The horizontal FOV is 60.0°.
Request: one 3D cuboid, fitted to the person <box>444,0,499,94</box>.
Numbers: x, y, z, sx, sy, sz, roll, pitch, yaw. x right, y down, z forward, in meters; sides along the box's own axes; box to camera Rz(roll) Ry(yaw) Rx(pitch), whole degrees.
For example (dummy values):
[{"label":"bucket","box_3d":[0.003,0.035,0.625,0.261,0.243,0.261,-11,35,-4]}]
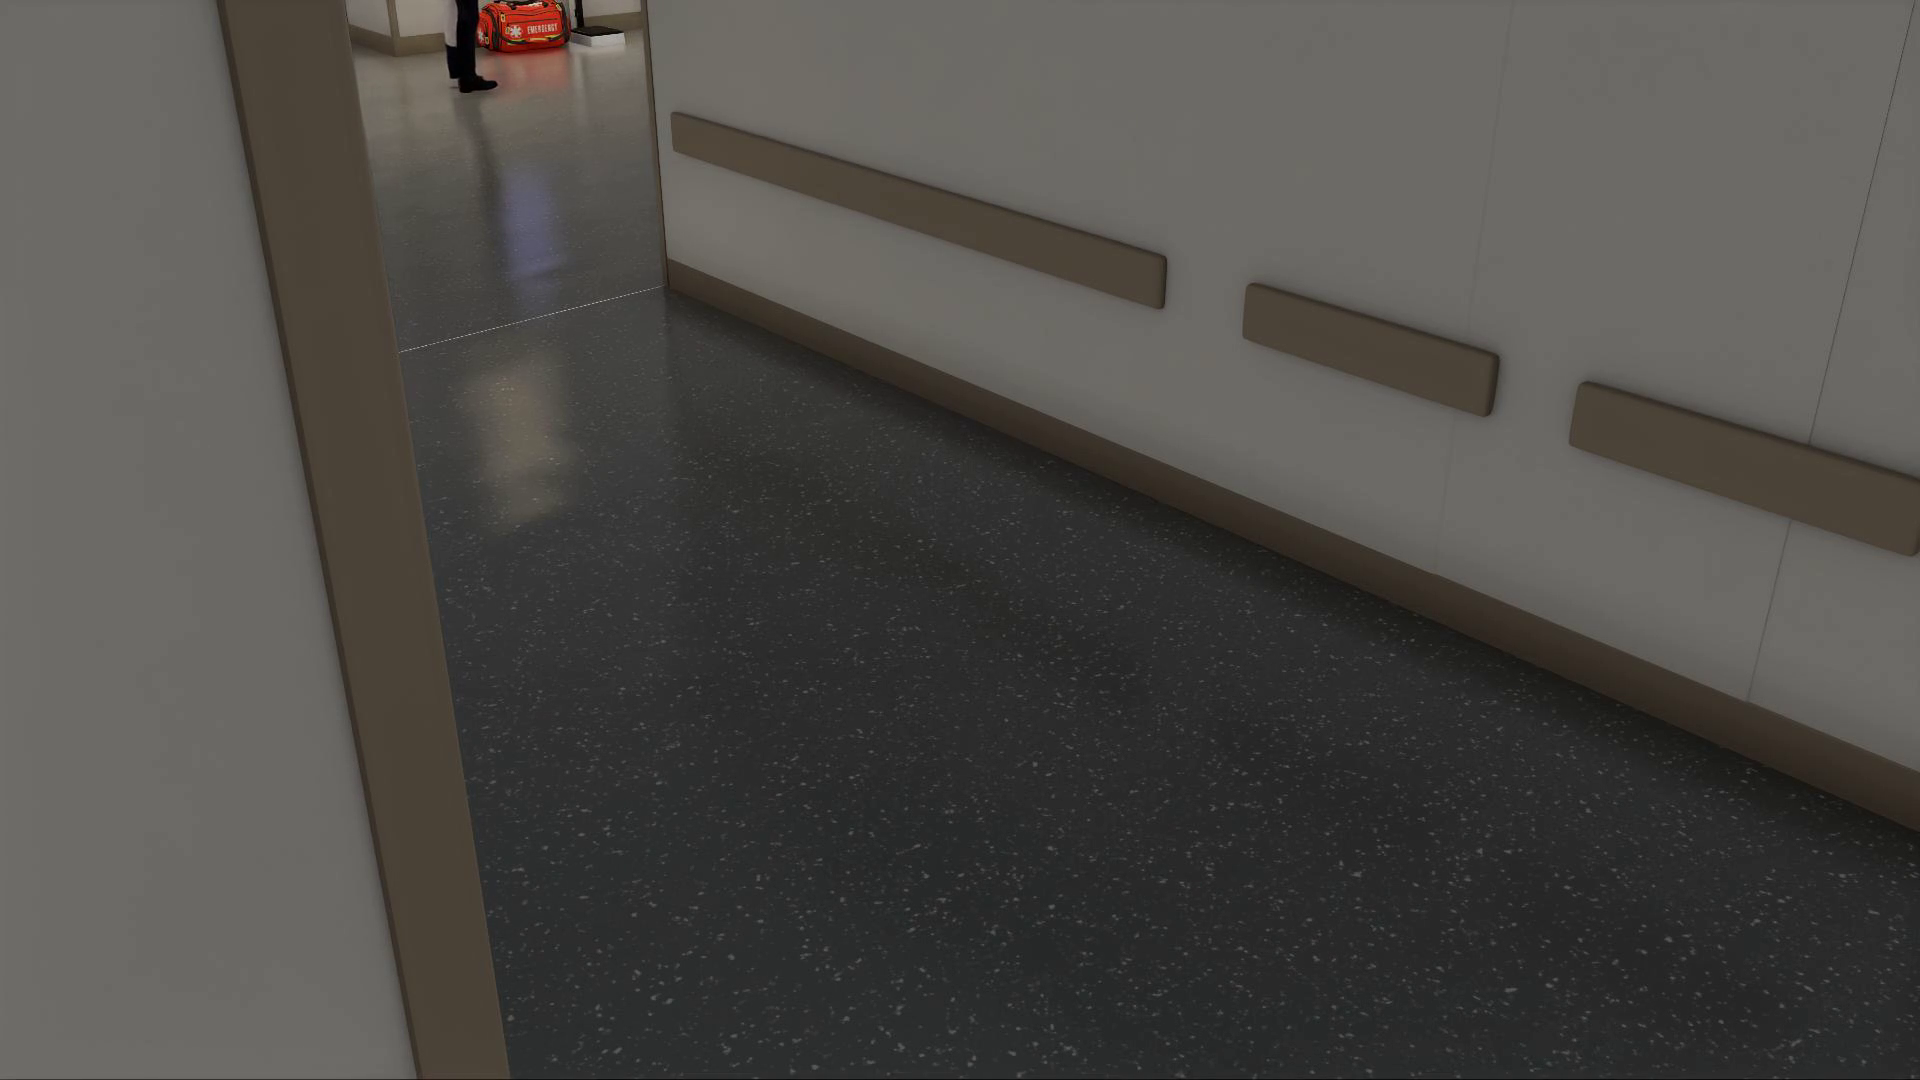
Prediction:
[{"label":"person","box_3d":[-3.858,-4.399,12.669,0.573,1.888,0.682,-21,33,-36]}]
